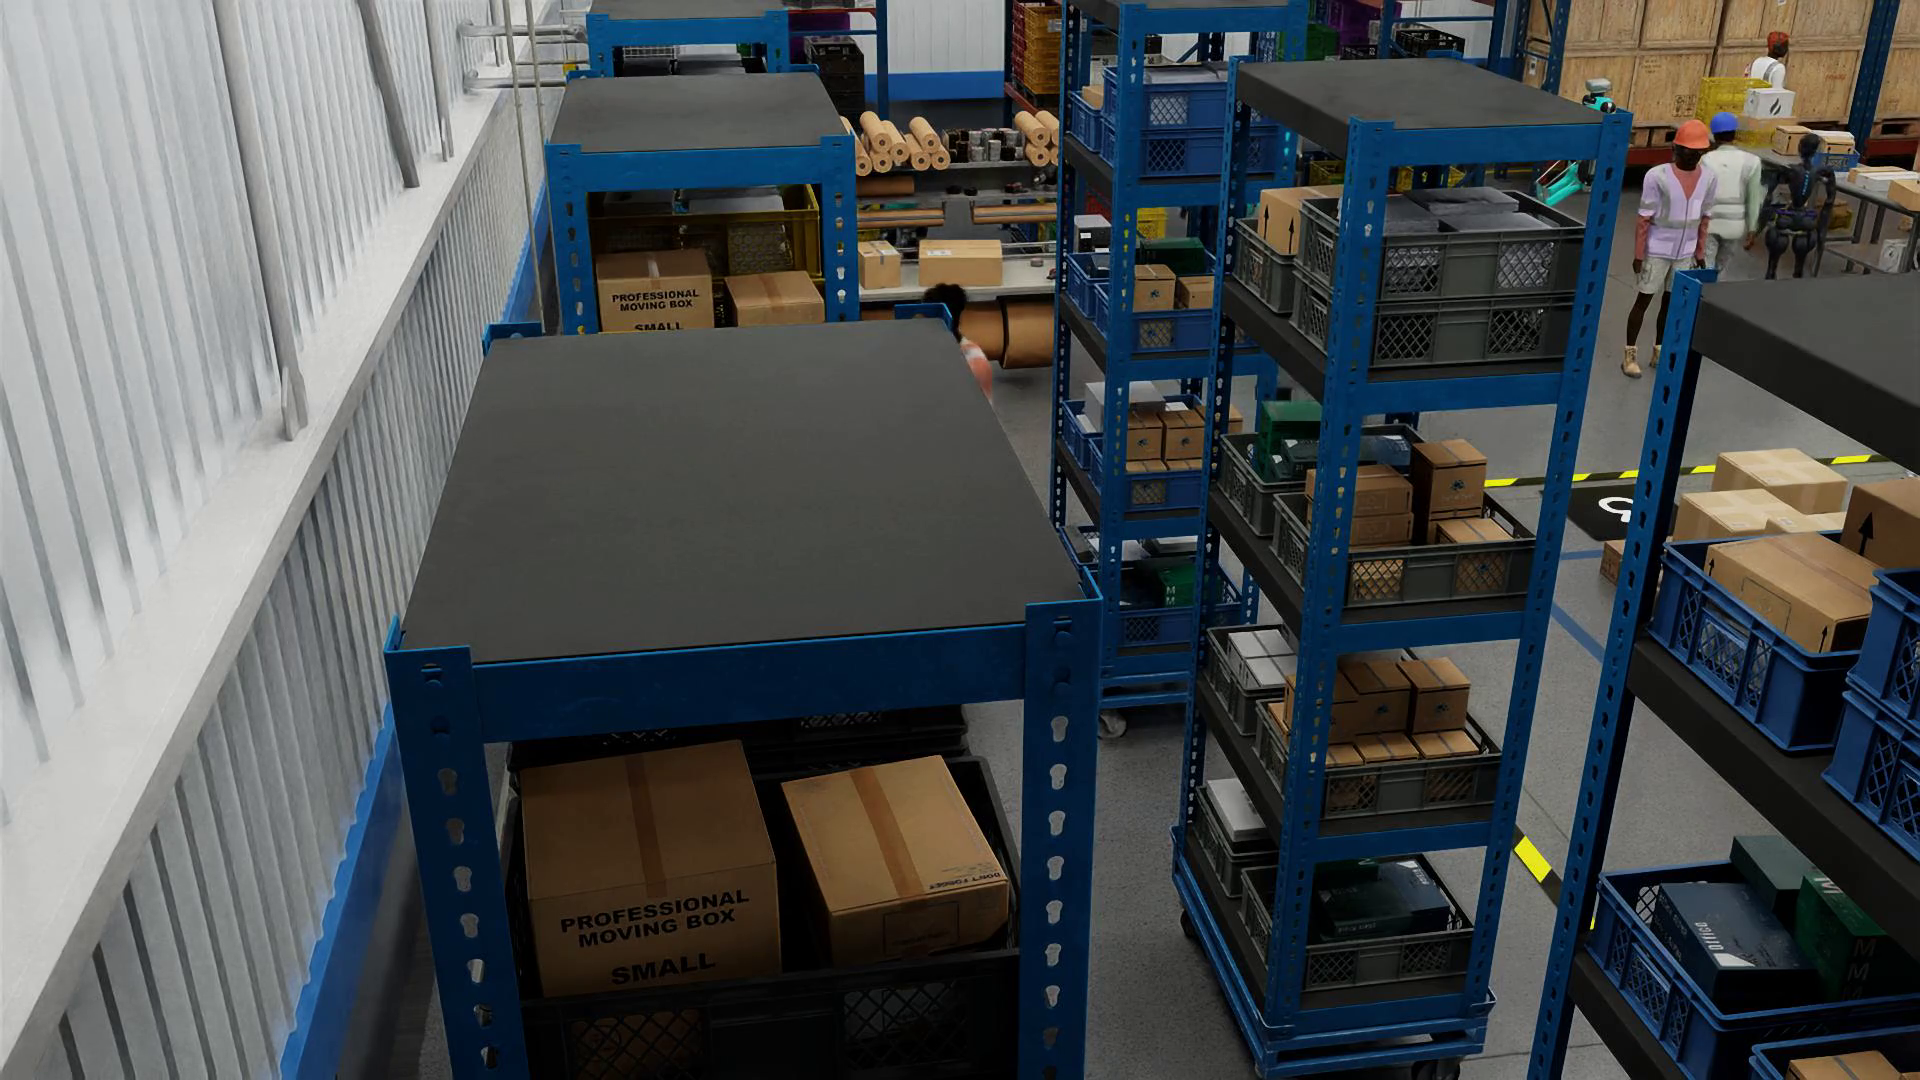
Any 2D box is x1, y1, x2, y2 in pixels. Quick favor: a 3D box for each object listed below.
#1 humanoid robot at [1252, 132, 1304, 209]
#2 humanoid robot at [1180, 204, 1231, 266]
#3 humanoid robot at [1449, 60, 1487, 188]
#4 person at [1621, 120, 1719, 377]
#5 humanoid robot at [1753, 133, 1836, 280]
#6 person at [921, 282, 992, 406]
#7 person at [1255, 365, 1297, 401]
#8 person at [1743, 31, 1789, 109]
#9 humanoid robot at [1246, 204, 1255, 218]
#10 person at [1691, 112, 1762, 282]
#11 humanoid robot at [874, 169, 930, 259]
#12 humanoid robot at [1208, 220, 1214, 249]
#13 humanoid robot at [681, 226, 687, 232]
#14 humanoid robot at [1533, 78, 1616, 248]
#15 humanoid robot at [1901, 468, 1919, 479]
[{"bbox_3d":[2.967,-3.258,15.555,0.530,1.742,0.692,0,25,0],"label":"humanoid robot"},{"bbox_3d":[2.368,-3.228,15.625,0.589,1.655,0.379,-5,25,-11],"label":"humanoid robot"},{"bbox_3d":[5.559,-4.415,18.219,0.447,1.642,0.608,-3,25,-6],"label":"humanoid robot"},{"bbox_3d":[5.627,-2.290,13.154,0.604,2.045,0.375,-3,25,-6],"label":"person"},{"bbox_3d":[7.241,-2.704,14.488,0.600,1.659,0.329,6,25,12],"label":"humanoid robot"},{"bbox_3d":[-0.028,-0.531,9.458,0.462,1.941,0.621,-12,27,-25],"label":"person"},{"bbox_3d":[2.255,-1.320,11.291,0.640,1.838,0.588,-5,25,-11],"label":"person"},{"bbox_3d":[8.970,-4.726,18.642,0.361,1.882,0.574,-3,25,-7],"label":"person"},{"bbox_3d":[2.964,-3.563,16.311,0.532,1.784,0.828,-4,25,-8],"label":"humanoid robot"},{"bbox_3d":[6.427,-2.674,14.190,0.617,1.862,1.003,6,25,13],"label":"person"},{"bbox_3d":[-0.604,-2.289,13.543,0.560,1.802,0.775,22,33,40],"label":"humanoid robot"},{"bbox_3d":[2.473,-3.794,16.731,0.530,1.746,0.689,14,28,28],"label":"humanoid robot"},{"bbox_3d":[-2.655,-4.042,17.435,0.613,1.640,0.455,16,29,31],"label":"humanoid robot"},{"bbox_3d":[5.980,-3.687,16.434,0.723,1.696,0.533,-2,25,-4],"label":"humanoid robot"},{"bbox_3d":[6.443,-1.129,10.840,0.735,1.672,0.533,-12,27,-25],"label":"humanoid robot"}]
